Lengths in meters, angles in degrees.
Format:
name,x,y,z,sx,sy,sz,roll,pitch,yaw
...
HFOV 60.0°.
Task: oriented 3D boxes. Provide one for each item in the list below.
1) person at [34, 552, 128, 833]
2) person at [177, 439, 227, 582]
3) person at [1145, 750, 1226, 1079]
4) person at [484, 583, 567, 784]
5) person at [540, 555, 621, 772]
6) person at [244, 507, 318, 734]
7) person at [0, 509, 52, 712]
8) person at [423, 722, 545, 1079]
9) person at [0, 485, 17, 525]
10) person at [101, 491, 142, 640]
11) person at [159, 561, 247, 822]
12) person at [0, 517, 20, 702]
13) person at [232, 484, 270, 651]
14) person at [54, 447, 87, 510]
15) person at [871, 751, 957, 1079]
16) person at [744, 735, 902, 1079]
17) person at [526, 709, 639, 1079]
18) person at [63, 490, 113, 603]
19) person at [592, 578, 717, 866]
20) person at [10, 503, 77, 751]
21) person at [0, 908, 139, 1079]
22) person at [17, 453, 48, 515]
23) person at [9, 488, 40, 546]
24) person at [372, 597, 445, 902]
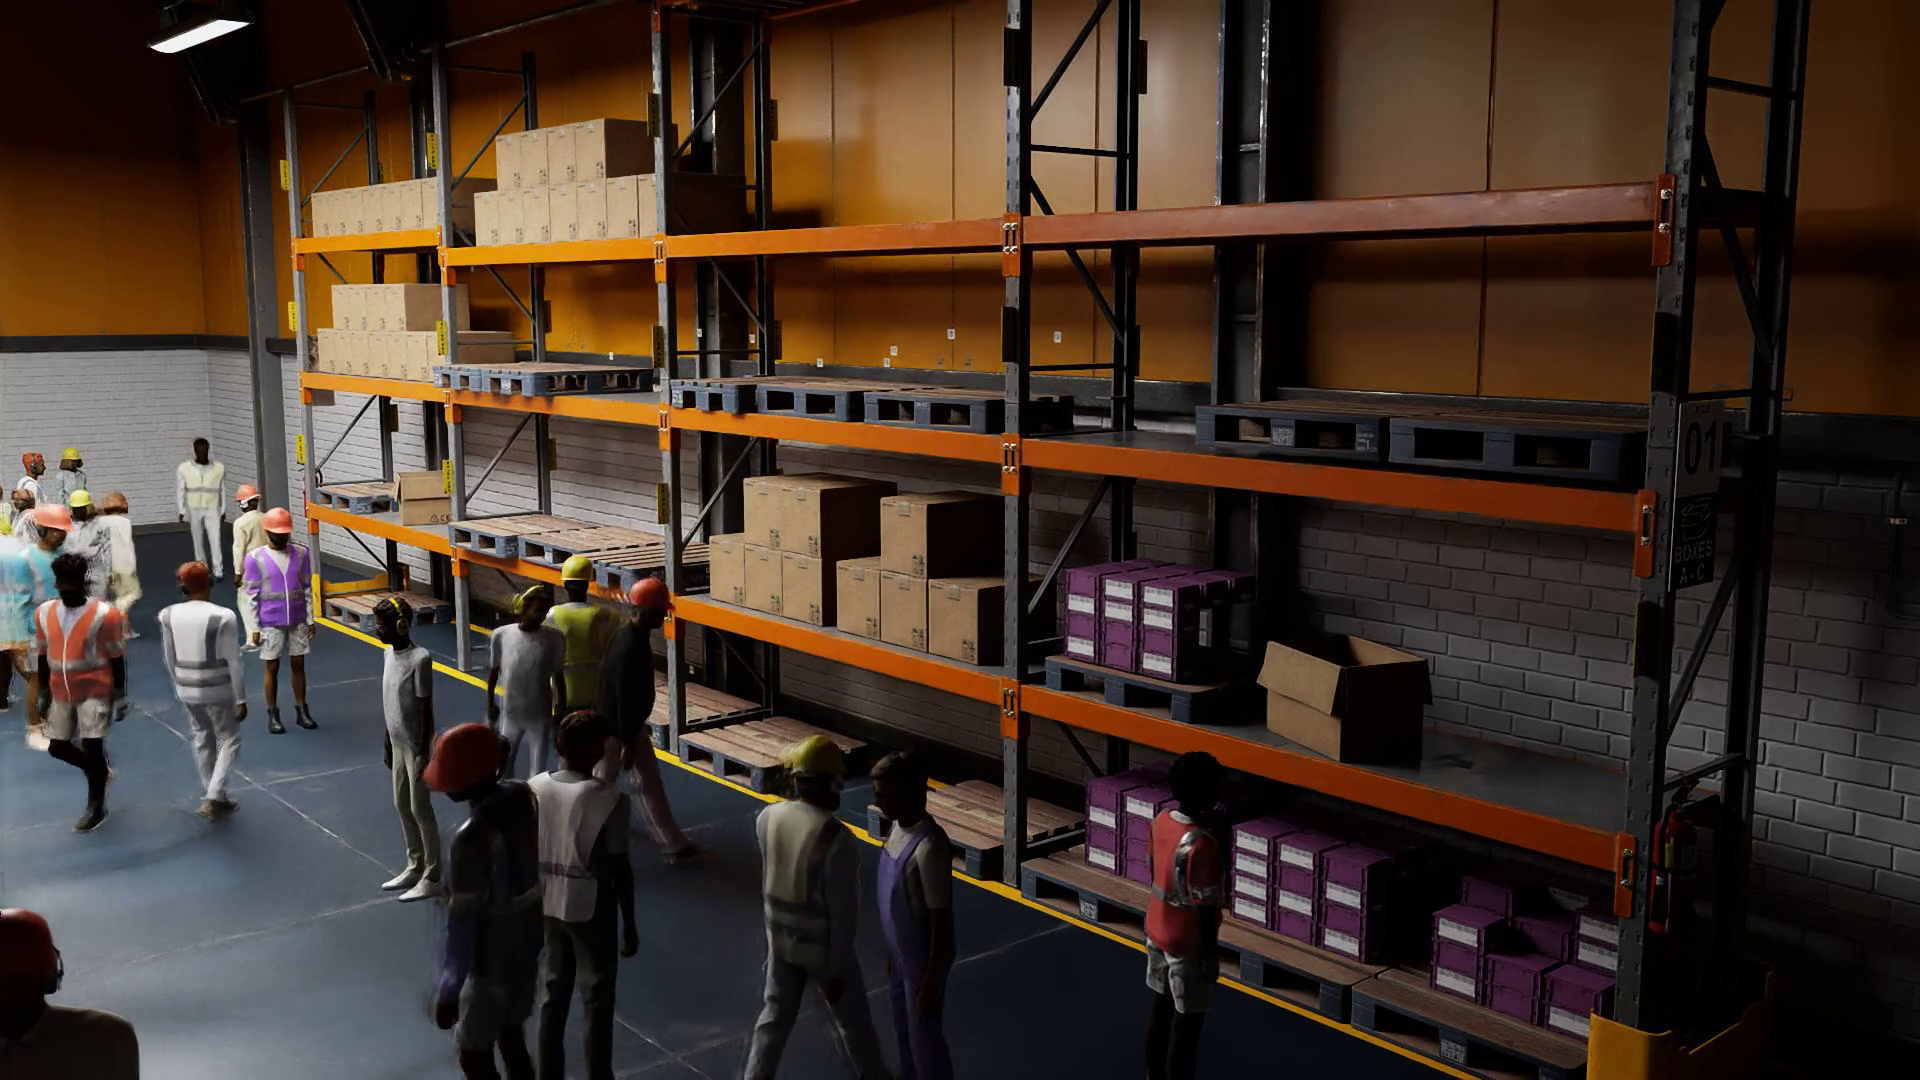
name,x,y,z,sx,sy,sz,roll,pitch,yaw
person,-6.054,1.026,11.519,0.636,1.947,0.520,1,8,4
person,-9.870,-0.391,21.694,0.604,1.858,1.029,-4,9,-27
person,0.993,1.756,7.322,0.320,1.697,0.537,-3,9,-17
person,-2.893,1.172,10.944,0.643,1.829,0.455,0,8,-2
person,-2.596,1.060,11.374,0.593,1.924,0.384,-2,8,-15
person,-5.724,0.677,14.058,0.548,1.925,0.392,-7,11,-42
person,-8.287,0.605,14.566,0.911,1.927,0.606,1,8,8
person,-1.858,1.694,6.753,0.426,1.998,0.665,2,8,14
person,-10.824,0.146,18.715,0.315,1.640,0.515,4,9,25
person,-9.060,0.289,17.855,0.540,1.612,0.426,4,9,29
person,-5.234,1.058,11.597,0.608,1.863,0.532,1,8,8
person,-8.818,0.645,14.989,0.621,1.709,0.513,-7,11,-42
person,-7.393,0.288,17.402,0.353,1.739,0.577,3,9,17
person,-11.576,-0.344,21.762,0.303,1.743,0.494,2,9,16
person,-0.194,1.757,6.841,0.348,1.837,0.506,-3,9,-18
person,-0.644,1.730,7.268,0.589,1.777,0.938,6,10,37
person,-1.709,1.675,7.438,0.565,1.833,0.398,4,9,25
person,-8.905,0.350,16.949,0.492,1.741,0.323,-3,9,-20
person,-2.098,1.187,10.543,0.999,1.918,0.647,0,8,-1
person,-7.387,0.707,13.495,0.480,2.017,0.654,3,9,22
person,-2.622,1.990,4.717,0.621,1.985,0.408,-4,9,-24
person,-10.902,-0.093,19.580,0.355,1.876,0.574,-6,10,-35
person,-10.052,0.254,17.948,0.519,1.645,0.305,7,11,41
person,-3.396,1.268,10.193,0.525,1.856,0.345,8,11,43
